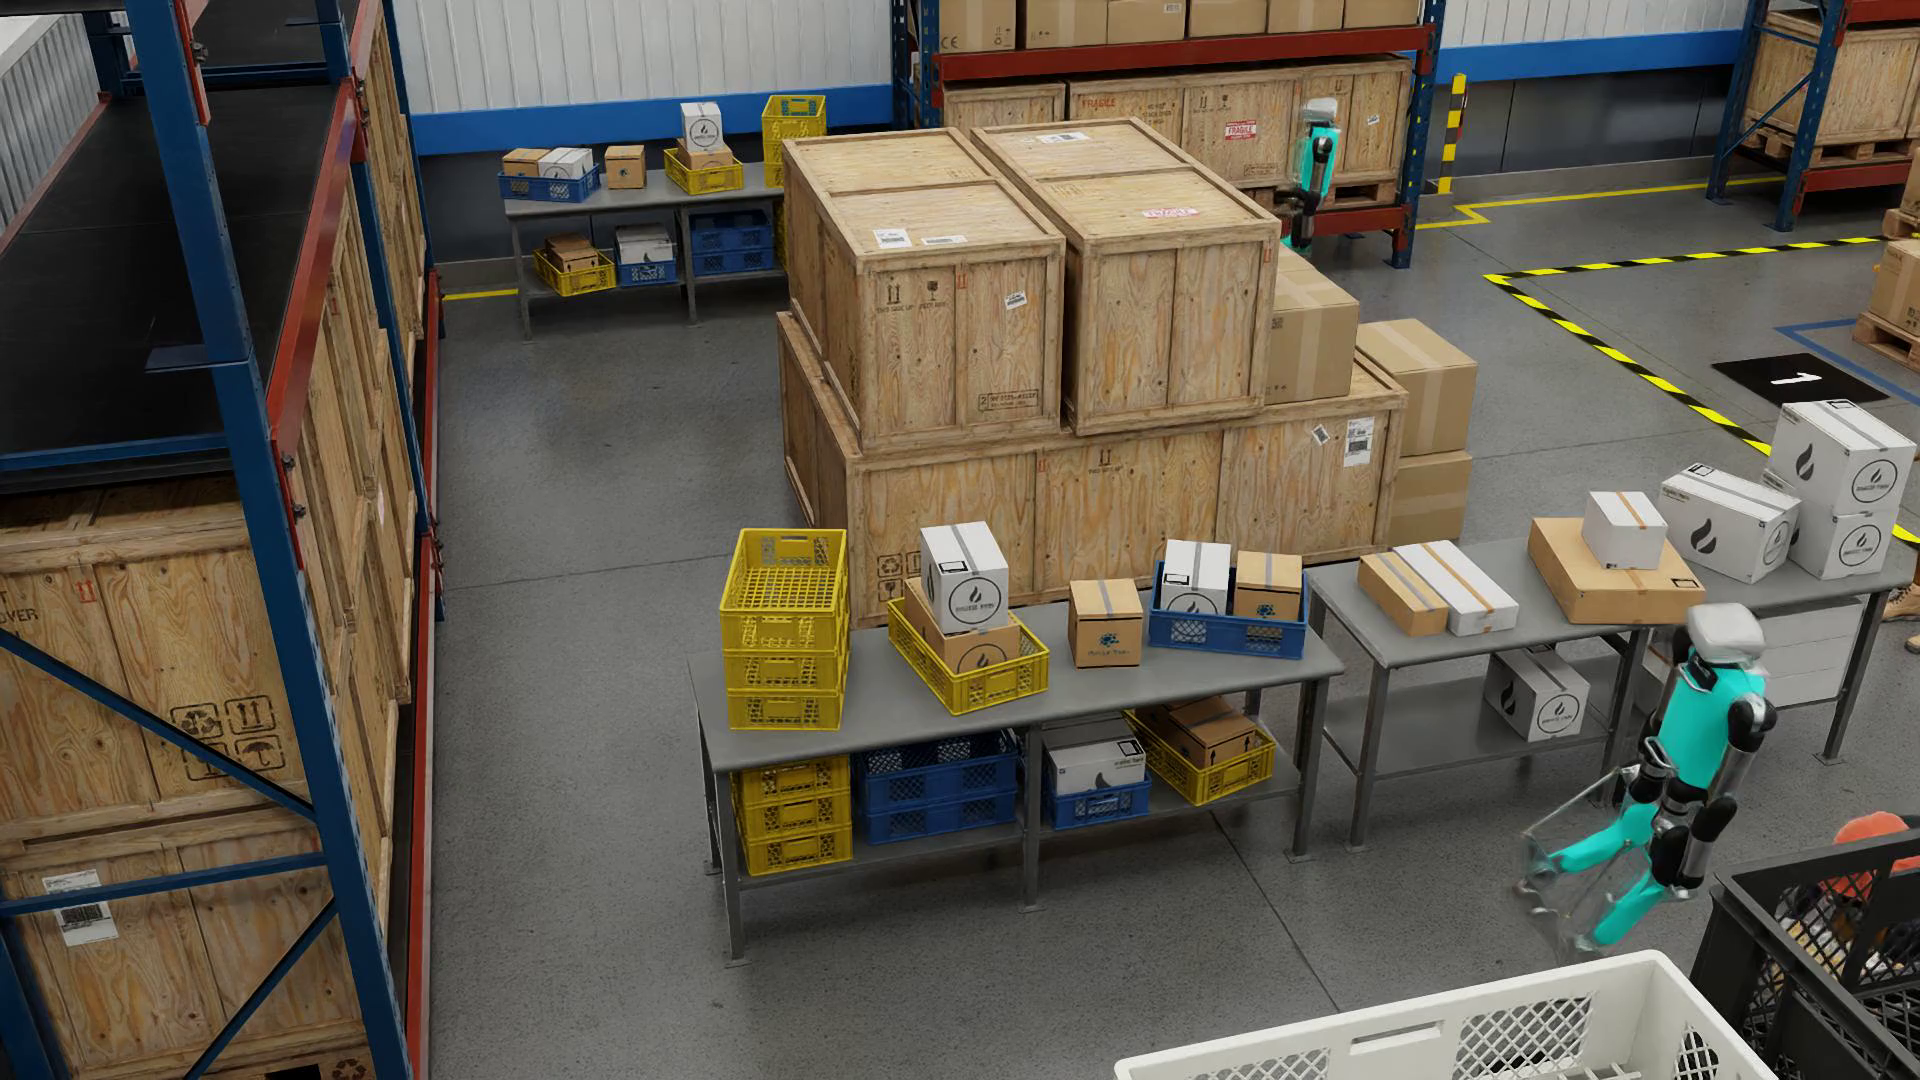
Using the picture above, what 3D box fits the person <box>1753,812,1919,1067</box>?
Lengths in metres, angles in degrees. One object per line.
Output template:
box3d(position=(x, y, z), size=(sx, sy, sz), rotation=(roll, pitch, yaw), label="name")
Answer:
box3d(position=(2.281, 1.580, 4.530), size=(0.548, 1.922, 0.575), rotation=(-24, 37, -36), label="person")

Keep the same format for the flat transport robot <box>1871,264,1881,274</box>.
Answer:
box3d(position=(7.953, -2.133, 12.959), size=(1.431, 0.197, 0.652), rotation=(-7, 30, -13), label="flat transport robot")

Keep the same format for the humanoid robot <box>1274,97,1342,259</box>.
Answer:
box3d(position=(2.186, -2.136, 11.578), size=(0.765, 1.897, 0.552), rotation=(6, 29, 10), label="humanoid robot")

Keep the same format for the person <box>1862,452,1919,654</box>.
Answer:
box3d(position=(4.886, -0.406, 8.012), size=(0.355, 2.047, 0.613), rotation=(-6, 29, -10), label="person")

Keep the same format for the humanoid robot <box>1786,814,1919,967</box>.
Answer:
box3d(position=(2.534, 1.510, 4.984), size=(0.762, 1.633, 0.603), rotation=(-8, 30, -14), label="humanoid robot")

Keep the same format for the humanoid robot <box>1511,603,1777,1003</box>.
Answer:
box3d(position=(2.255, 1.064, 5.763), size=(0.743, 1.891, 0.552), rotation=(-2, 29, -3), label="humanoid robot")
